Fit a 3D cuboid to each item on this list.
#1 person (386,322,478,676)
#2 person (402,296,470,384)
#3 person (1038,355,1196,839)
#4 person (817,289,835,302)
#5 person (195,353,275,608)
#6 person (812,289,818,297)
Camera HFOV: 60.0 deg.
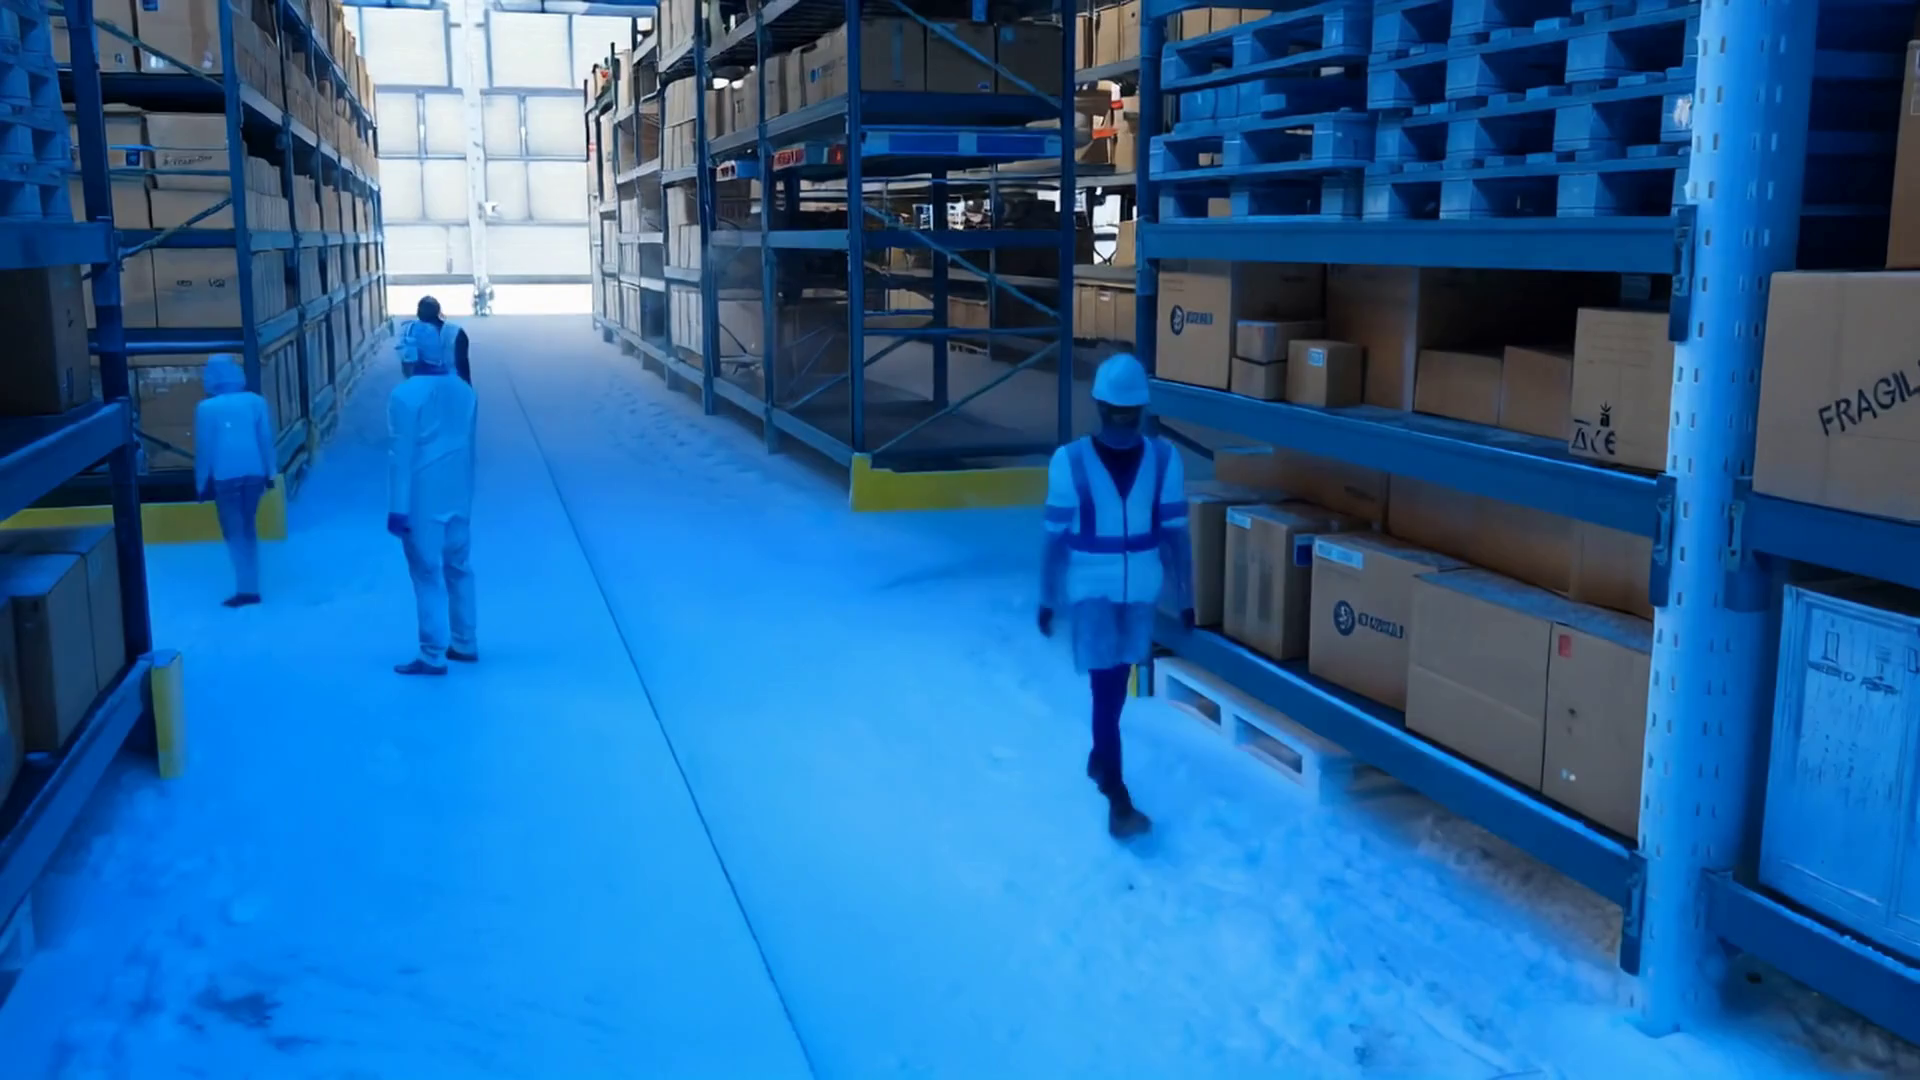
[{"bbox_3d":[-2.870,-0.224,9.002,0.399,1.900,0.643,3,11,18],"label":"person"},{"bbox_3d":[-4.808,-1.316,15.232,0.642,1.806,0.893,-1,10,-6],"label":"person"},{"bbox_3d":[0.640,0.199,6.714,0.587,1.885,0.998,-2,11,-12],"label":"person"},{"bbox_3d":[-2.643,-4.583,32.629,0.398,1.989,0.621,-4,11,-20],"label":"person"},{"bbox_3d":[-4.609,-0.375,10.581,0.377,1.622,0.514,7,12,32],"label":"person"},{"bbox_3d":[-3.365,-5.959,40.840,0.531,1.748,0.572,-2,10,-9],"label":"person"}]
